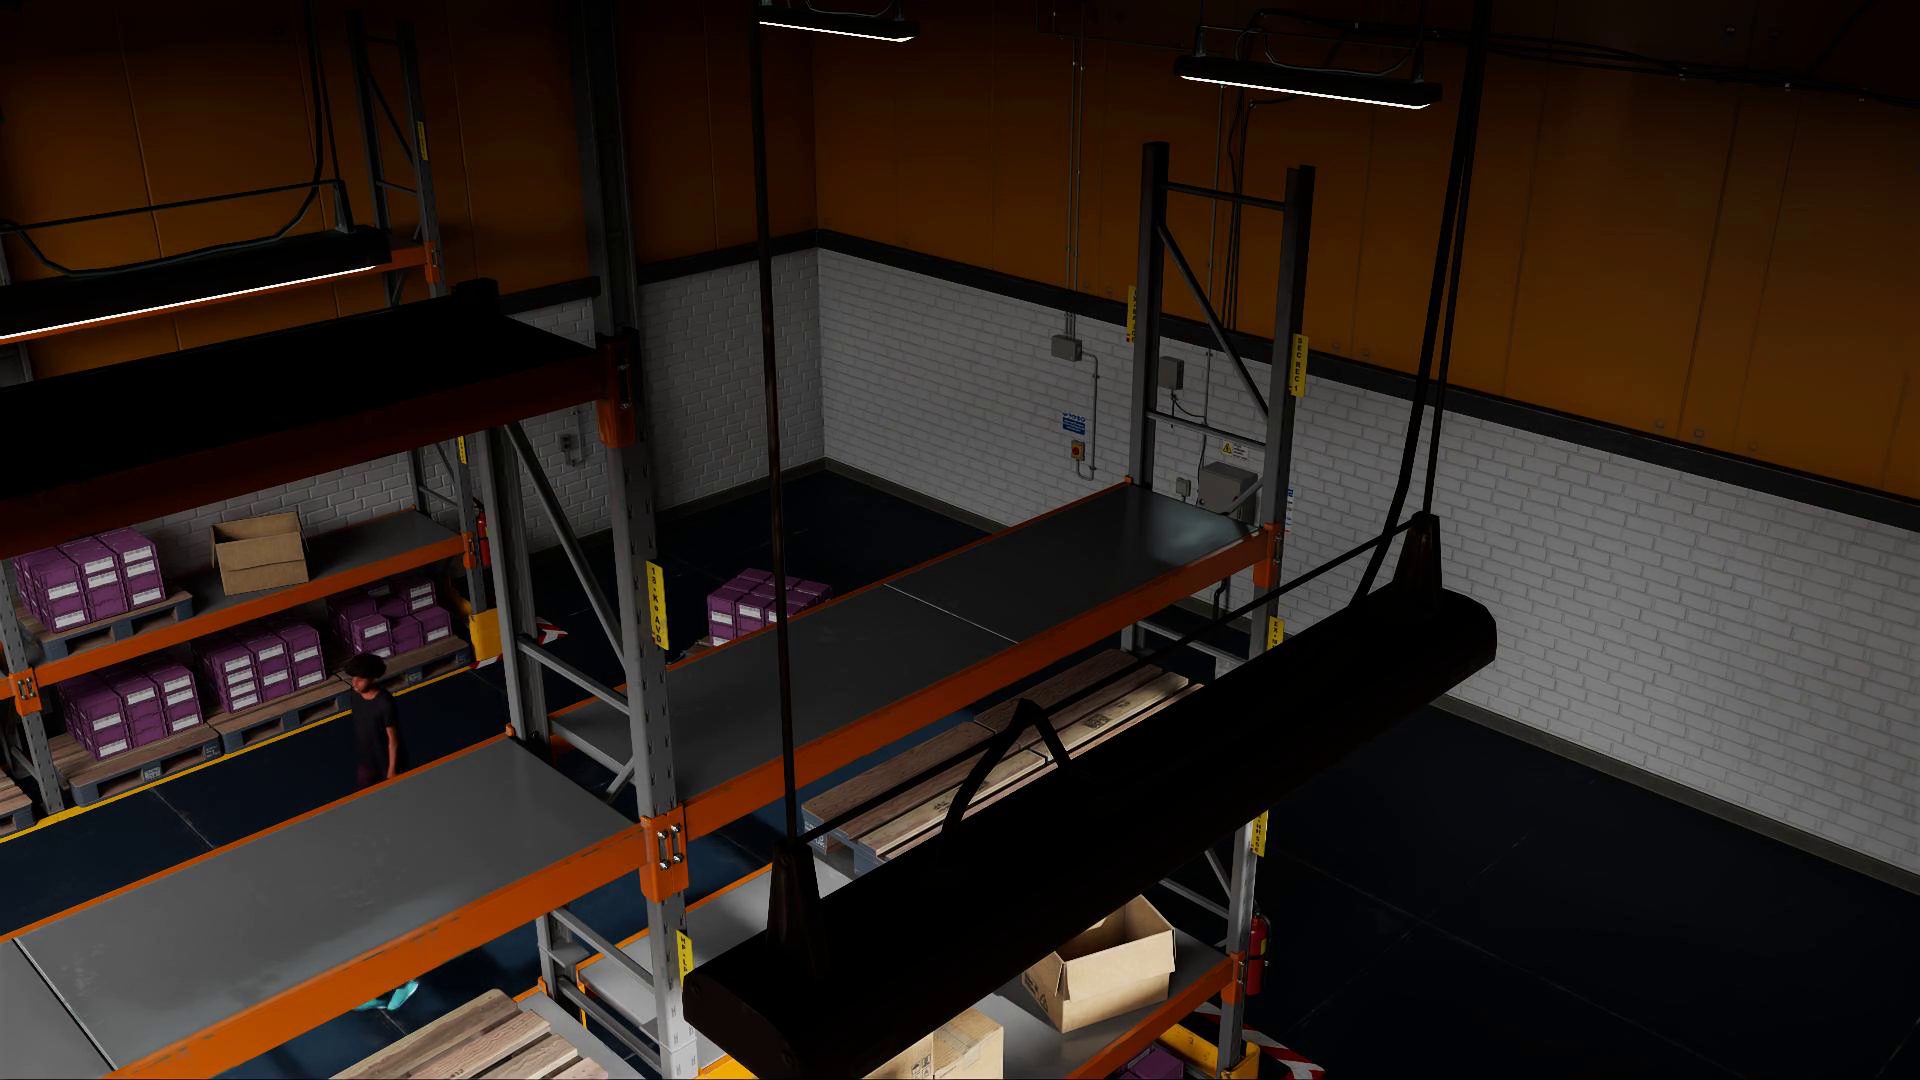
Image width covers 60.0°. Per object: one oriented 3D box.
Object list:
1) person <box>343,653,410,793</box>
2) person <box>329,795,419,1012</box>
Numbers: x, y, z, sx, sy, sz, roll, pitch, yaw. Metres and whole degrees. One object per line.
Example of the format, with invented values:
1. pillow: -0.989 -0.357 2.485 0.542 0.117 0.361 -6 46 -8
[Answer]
1. person: -4.453 1.658 12.984 0.901 1.737 1.171 10 26 22
2. person: -3.935 2.450 11.199 0.808 1.715 0.724 -6 24 -13
